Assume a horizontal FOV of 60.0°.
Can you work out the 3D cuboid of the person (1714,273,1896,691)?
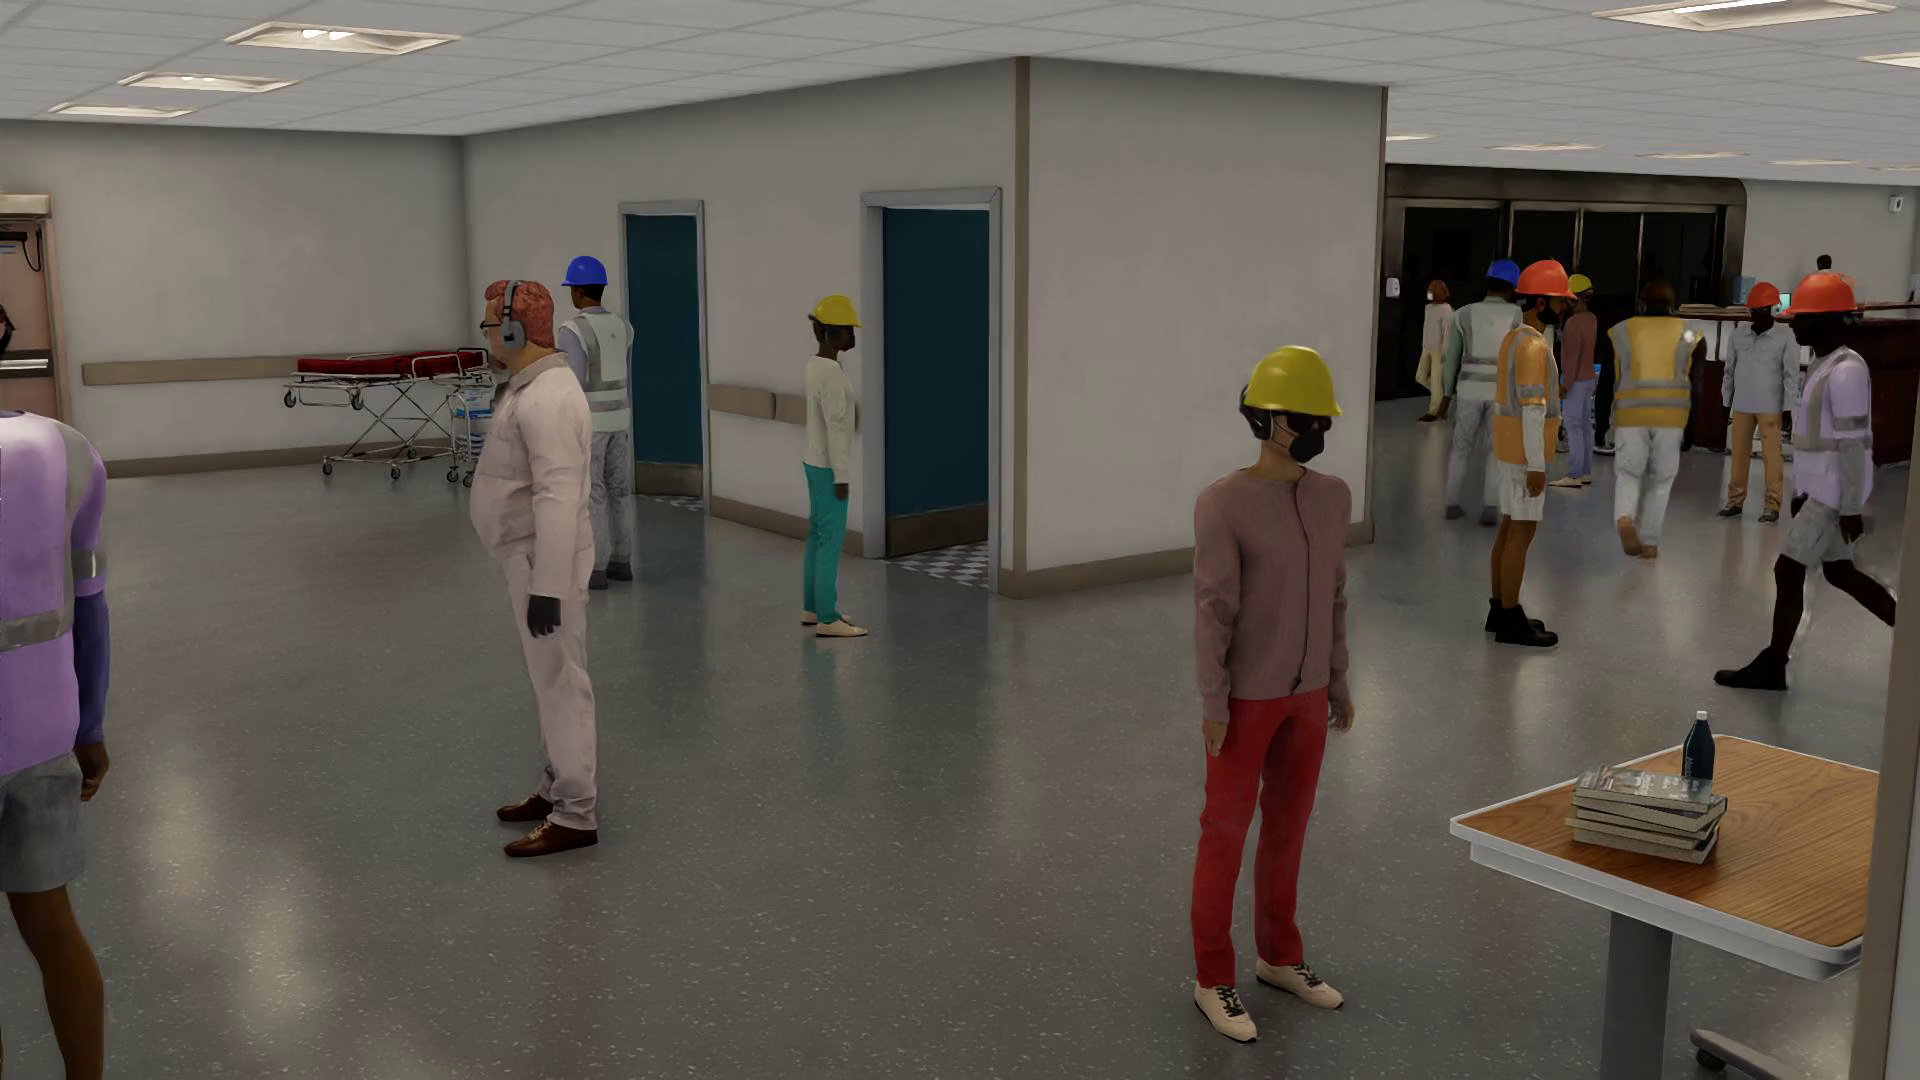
[{"bbox_3d":[3.957,-0.230,7.385,0.907,1.904,0.556,4,11,19],"label":"person"}]

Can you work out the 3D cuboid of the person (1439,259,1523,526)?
[{"bbox_3d":[3.797,-1.056,11.991,0.639,1.943,0.513,5,11,25],"label":"person"}]

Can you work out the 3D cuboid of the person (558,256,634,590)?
[{"bbox_3d":[-2.145,-0.684,9.776,0.388,1.947,0.613,4,11,23],"label":"person"}]

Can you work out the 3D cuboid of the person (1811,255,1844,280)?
[{"bbox_3d":[14.096,-3.744,27.237,0.622,1.839,0.429,-1,10,-5],"label":"person"}]

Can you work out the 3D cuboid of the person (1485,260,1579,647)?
[{"bbox_3d":[2.893,-0.437,8.426,0.362,1.934,0.551,1,10,8],"label":"person"}]

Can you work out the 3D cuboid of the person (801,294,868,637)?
[{"bbox_3d":[-0.651,-0.379,8.599,0.327,1.762,0.529,-3,11,-15],"label":"person"}]

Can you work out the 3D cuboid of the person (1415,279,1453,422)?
[{"bbox_3d":[5.406,-2.143,18.844,0.411,1.618,0.517,-3,11,-18],"label":"person"}]

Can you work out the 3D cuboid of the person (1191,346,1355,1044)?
[{"bbox_3d":[0.814,0.387,4.286,0.525,1.769,0.308,-7,12,-35],"label":"person"}]

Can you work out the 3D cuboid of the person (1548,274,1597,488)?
[{"bbox_3d":[5.112,-1.320,13.852,0.326,1.766,0.533,8,13,39],"label":"person"}]

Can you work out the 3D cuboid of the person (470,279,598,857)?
[{"bbox_3d":[-1.416,0.094,5.545,0.400,1.905,0.643,-3,10,-15],"label":"person"}]

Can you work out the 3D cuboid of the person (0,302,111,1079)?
[{"bbox_3d":[-2.034,0.409,3.430,0.404,2.030,0.617,3,11,19],"label":"person"}]

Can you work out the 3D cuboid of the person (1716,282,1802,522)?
[{"bbox_3d":[5.814,-1.002,12.137,0.361,1.742,0.563,-7,12,-35],"label":"person"}]

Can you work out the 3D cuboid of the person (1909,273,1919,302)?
[{"bbox_3d":[15.285,-3.593,26.354,0.586,1.844,0.535,-8,13,-37],"label":"person"}]

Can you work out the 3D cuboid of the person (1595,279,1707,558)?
[{"bbox_3d":[4.354,-0.742,10.536,0.637,1.811,0.660,4,11,23],"label":"person"}]
